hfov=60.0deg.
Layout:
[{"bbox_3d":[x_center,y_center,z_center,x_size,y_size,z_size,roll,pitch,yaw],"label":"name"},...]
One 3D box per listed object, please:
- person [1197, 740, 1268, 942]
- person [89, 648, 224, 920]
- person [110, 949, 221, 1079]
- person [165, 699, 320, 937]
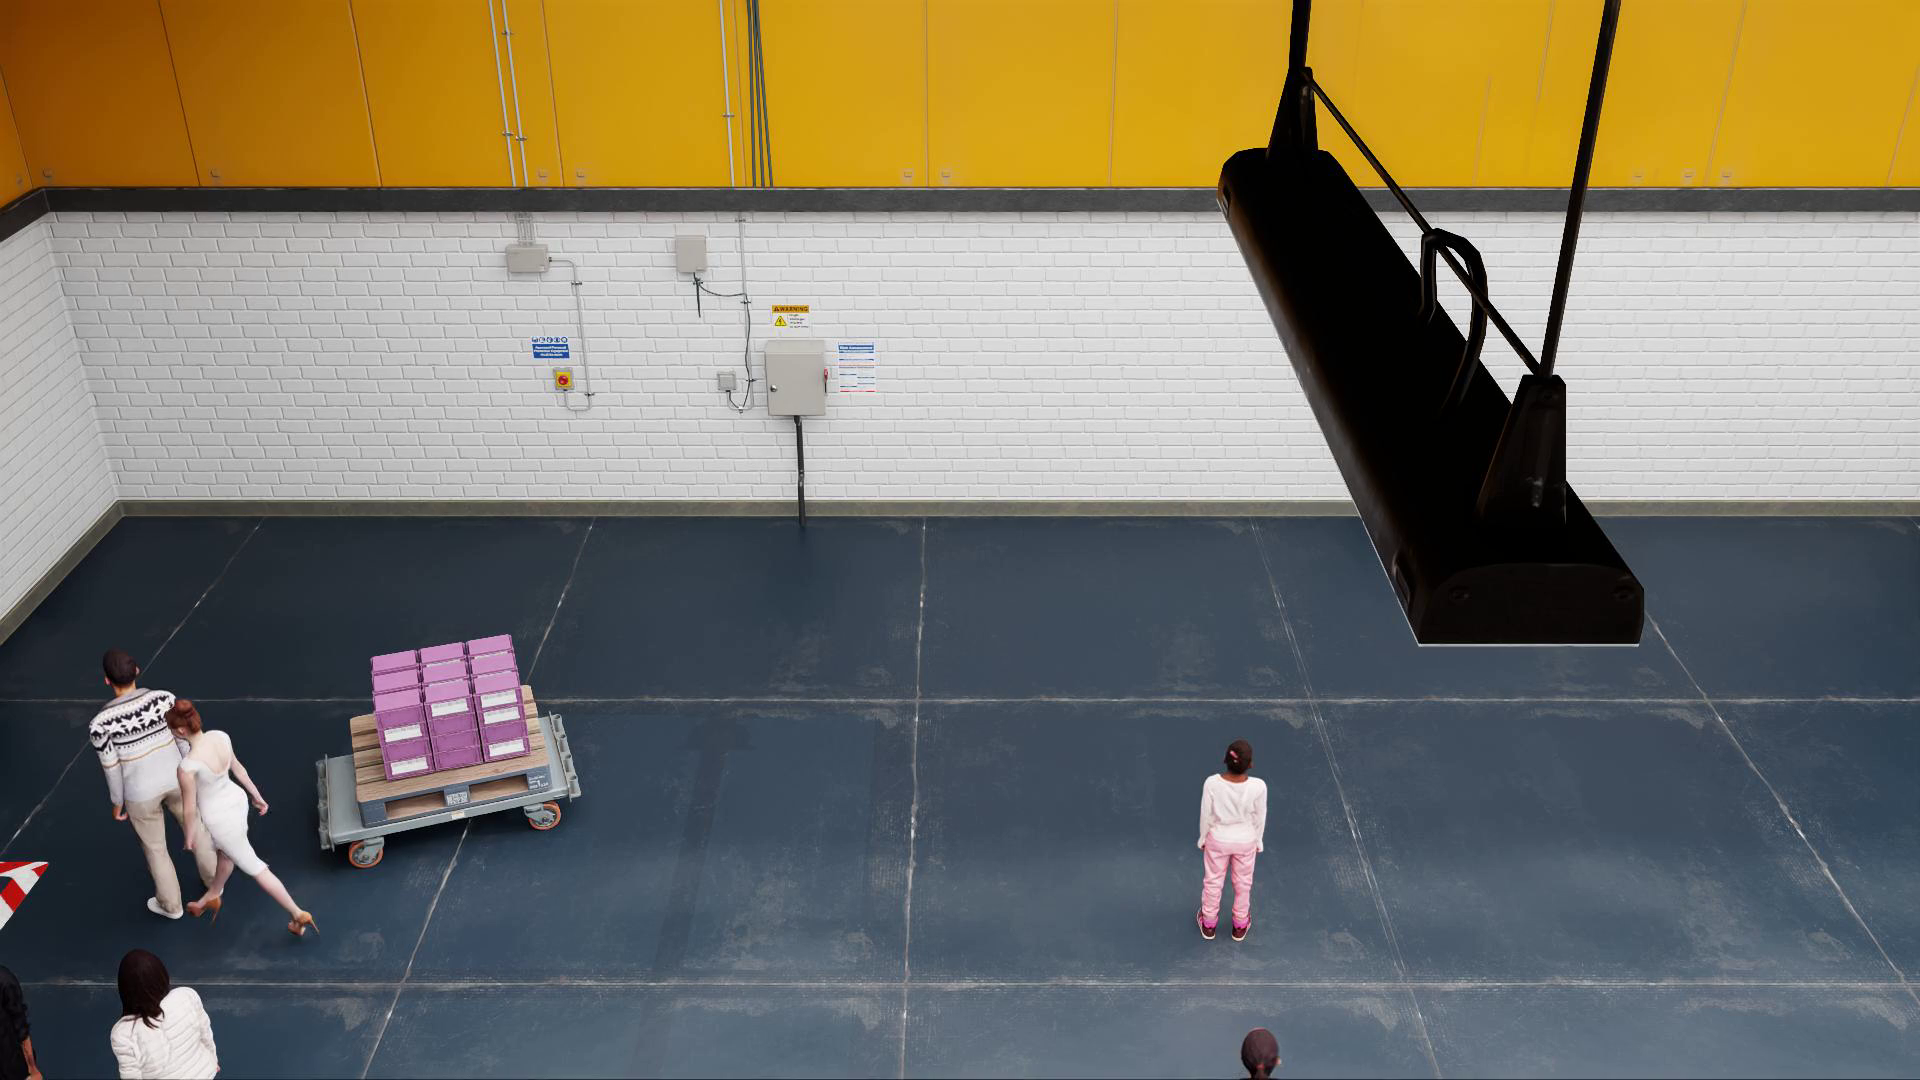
[{"bbox_3d":[1.628,1.785,9.959,0.564,1.443,0.530,4,29,7],"label":"person"},{"bbox_3d":[-4.879,1.477,10.086,0.822,1.862,0.754,24,37,37],"label":"person"},{"bbox_3d":[-3.848,2.660,8.151,0.764,1.638,0.677,20,34,32],"label":"person"},{"bbox_3d":[-4.216,1.709,9.787,0.849,1.740,1.079,7,29,13],"label":"person"}]
